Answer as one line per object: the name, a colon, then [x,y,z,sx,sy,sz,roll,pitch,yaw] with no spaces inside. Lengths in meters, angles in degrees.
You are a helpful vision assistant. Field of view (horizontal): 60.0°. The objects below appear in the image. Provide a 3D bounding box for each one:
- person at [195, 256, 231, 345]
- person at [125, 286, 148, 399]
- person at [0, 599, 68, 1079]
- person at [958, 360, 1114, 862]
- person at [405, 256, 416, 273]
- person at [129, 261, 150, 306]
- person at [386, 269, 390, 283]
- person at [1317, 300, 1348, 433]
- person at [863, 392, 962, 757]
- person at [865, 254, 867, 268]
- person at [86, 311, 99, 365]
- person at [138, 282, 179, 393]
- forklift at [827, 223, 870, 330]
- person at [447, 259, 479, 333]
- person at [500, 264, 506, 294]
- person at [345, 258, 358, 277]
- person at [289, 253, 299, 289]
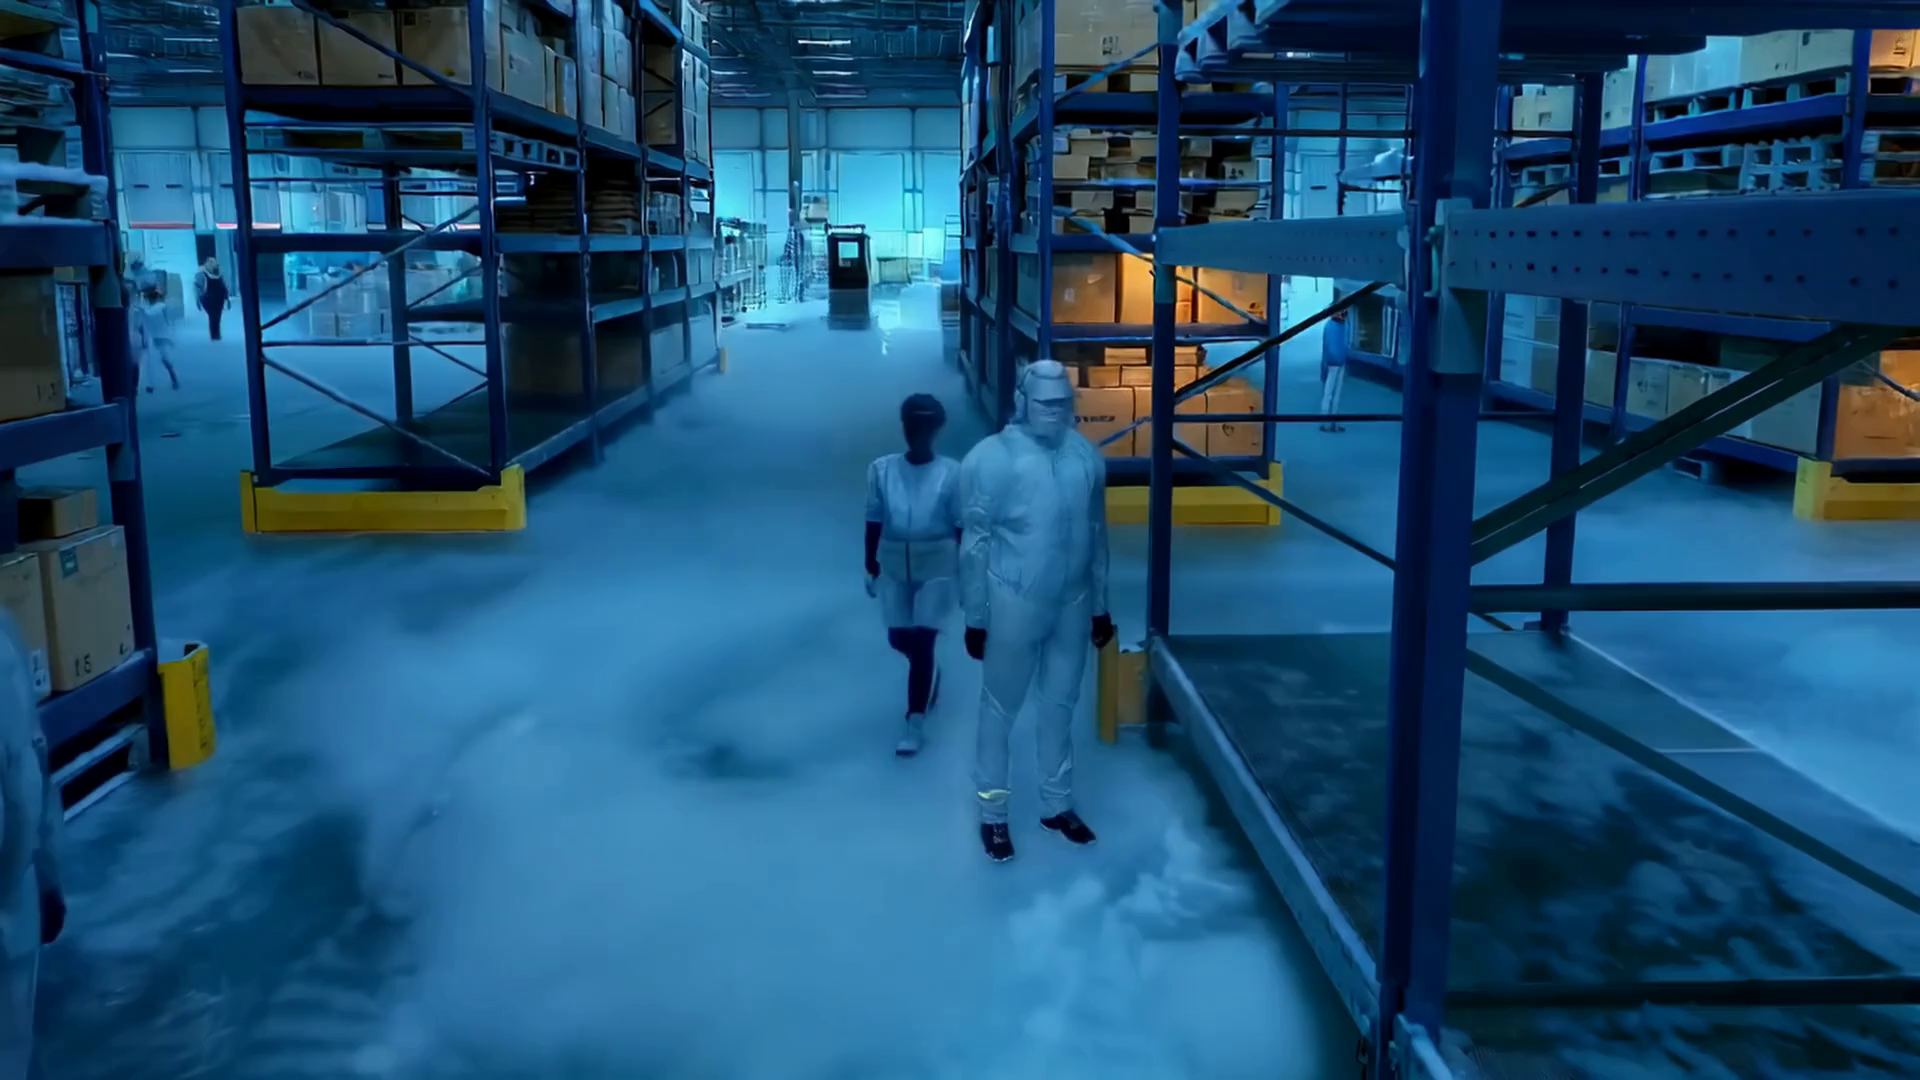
person: [-16.950,-5.475,37.958,0.924,2.000,0.707,6,12,28]
person: [-12.420,-2.940,24.843,0.537,1.682,0.459,-2,10,-12]
person: [-2.138,0.782,3.518,0.395,1.899,0.642,2,10,10]
person: [0.312,0.265,6.363,0.652,1.904,0.402,-5,11,-27]
person: [-20.643,-9.786,62.584,0.429,1.832,0.628,-5,11,-26]
person: [-19.456,-5.720,39.731,0.592,1.889,0.558,-8,13,-38]
person: [-20.186,-9.140,59.234,0.493,1.727,0.383,1,10,7]
person: [4.620,-2.147,20.552,0.266,1.631,0.507,9,14,42]
person: [-0.172,0.121,7.817,0.529,1.670,0.735,3,11,19]
person: [-3.226,-8.742,56.509,0.394,1.926,0.590,-3,11,-15]
person: [-16.153,-4.202,31.197,0.934,1.927,0.611,-2,10,-10]
person: [-12.580,-3.181,26.072,0.535,1.726,0.842,-1,10,-6]
forklift: [-2.975,-7.046,44.372,1.129,2.768,1.873,0,10,-2]
person: [-12.794,-6.220,42.566,0.924,1.881,0.599,-1,10,-6]
person: [-16.043,-8.847,57.793,0.812,1.643,0.557,-5,11,-27]
person: [-18.190,-7.515,49.834,0.505,1.862,0.331,5,11,25]
person: [-25.454,-10.035,63.620,0.392,1.946,0.616,-3,11,-17]
